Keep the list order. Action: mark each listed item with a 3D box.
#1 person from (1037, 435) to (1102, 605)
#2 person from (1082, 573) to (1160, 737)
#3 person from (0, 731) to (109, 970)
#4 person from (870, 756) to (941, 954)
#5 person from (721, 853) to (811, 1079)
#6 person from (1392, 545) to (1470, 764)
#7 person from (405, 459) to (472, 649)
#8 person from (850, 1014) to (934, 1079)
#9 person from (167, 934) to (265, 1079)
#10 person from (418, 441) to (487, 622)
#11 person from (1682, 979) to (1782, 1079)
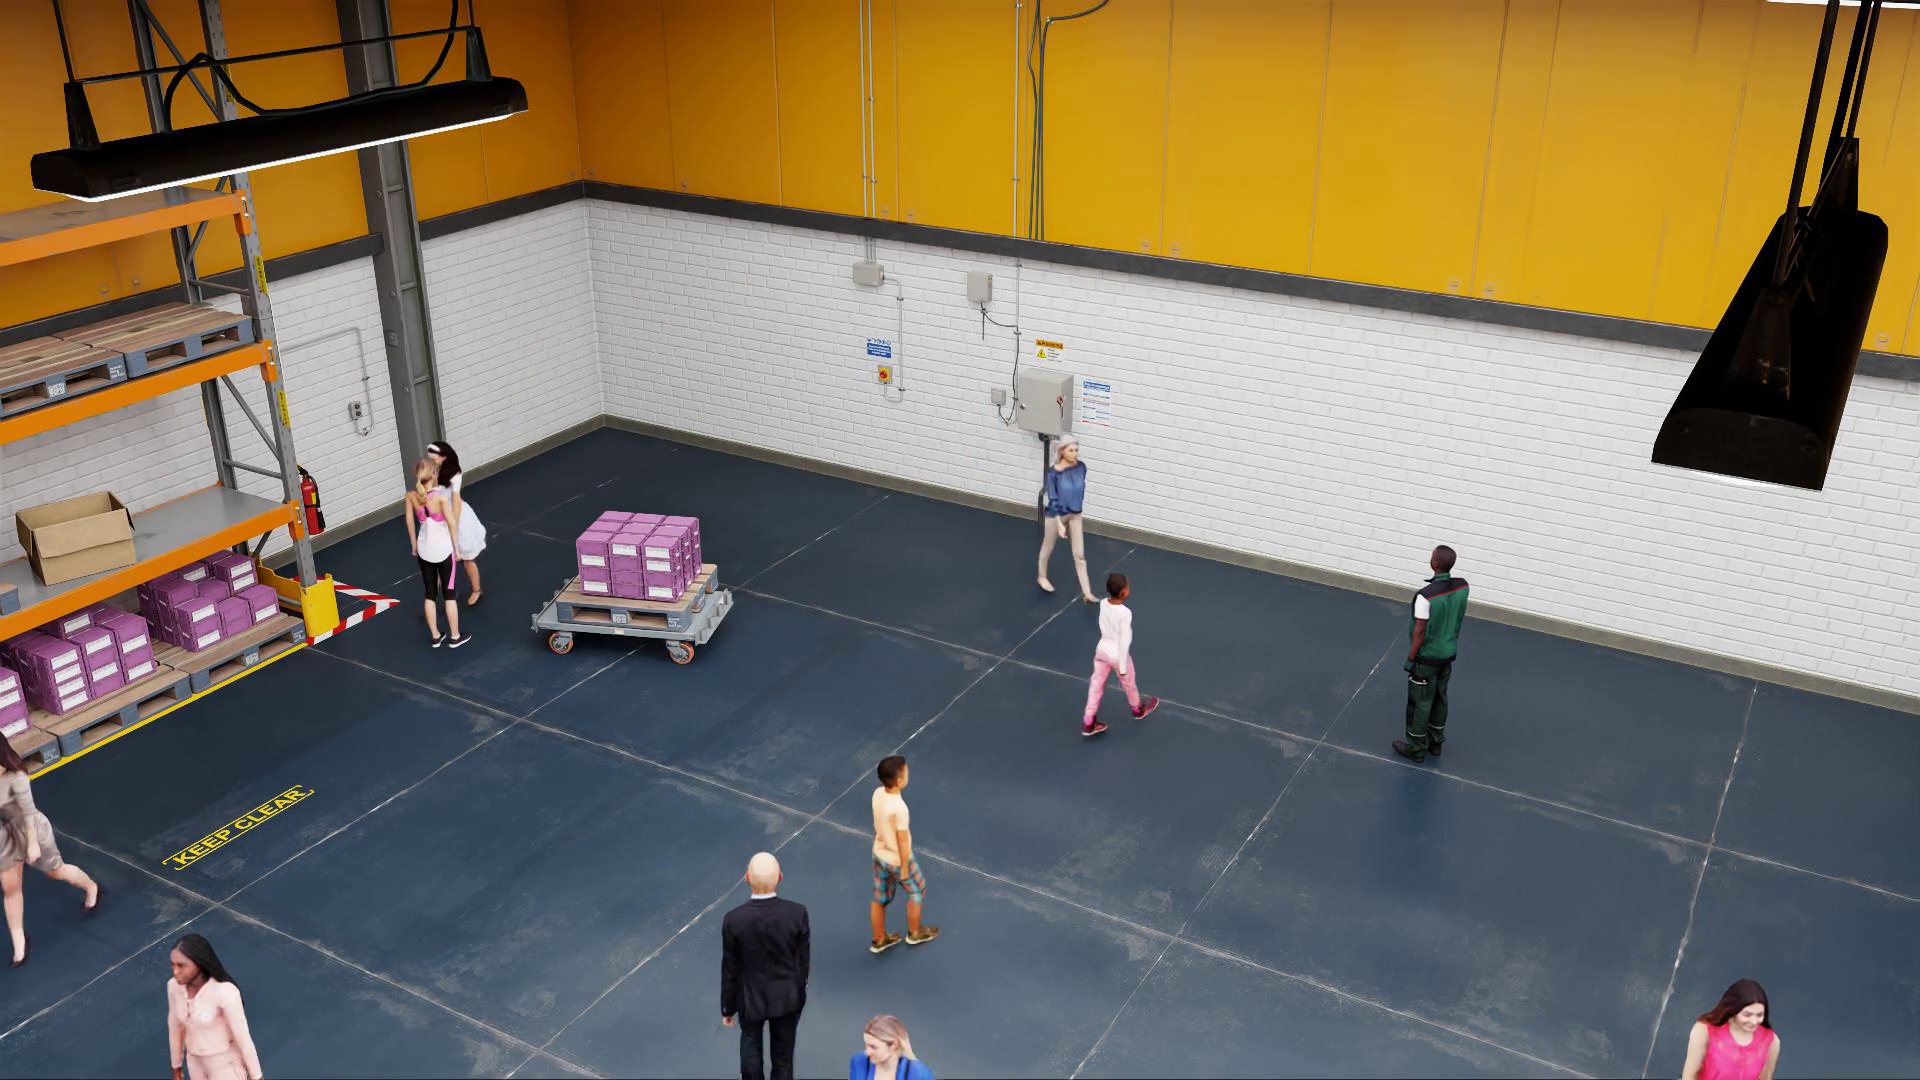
[{"bbox_3d":[0.936,-0.217,15.918,1.130,1.649,1.043,-12,27,-26],"label":"person"},{"bbox_3d":[1.197,0.952,13.534,1.056,1.417,0.806,-17,29,-34],"label":"person"},{"bbox_3d":[-6.089,1.921,10.952,0.704,1.708,1.075,12,26,25],"label":"person"},{"bbox_3d":[-0.494,2.093,10.884,0.790,1.448,0.679,-19,30,-36],"label":"person"},{"bbox_3d":[-1.056,2.604,9.294,0.834,1.786,0.886,-3,24,-7],"label":"person"},{"bbox_3d":[3.737,0.891,13.147,0.713,1.839,0.840,-14,27,-29],"label":"person"},{"bbox_3d":[-4.725,0.123,14.968,0.675,1.786,0.645,4,24,8],"label":"person"},{"bbox_3d":[-0.282,3.059,8.432,0.749,1.643,1.194,9,25,19],"label":"person"},{"bbox_3d":[-3.908,2.802,8.939,0.675,1.707,0.650,10,26,22],"label":"person"},{"bbox_3d":[-4.666,-0.124,15.553,0.704,1.772,1.000,20,30,37],"label":"person"},{"bbox_3d":[3.938,2.942,8.690,0.708,1.651,0.758,0,24,0],"label":"person"}]
